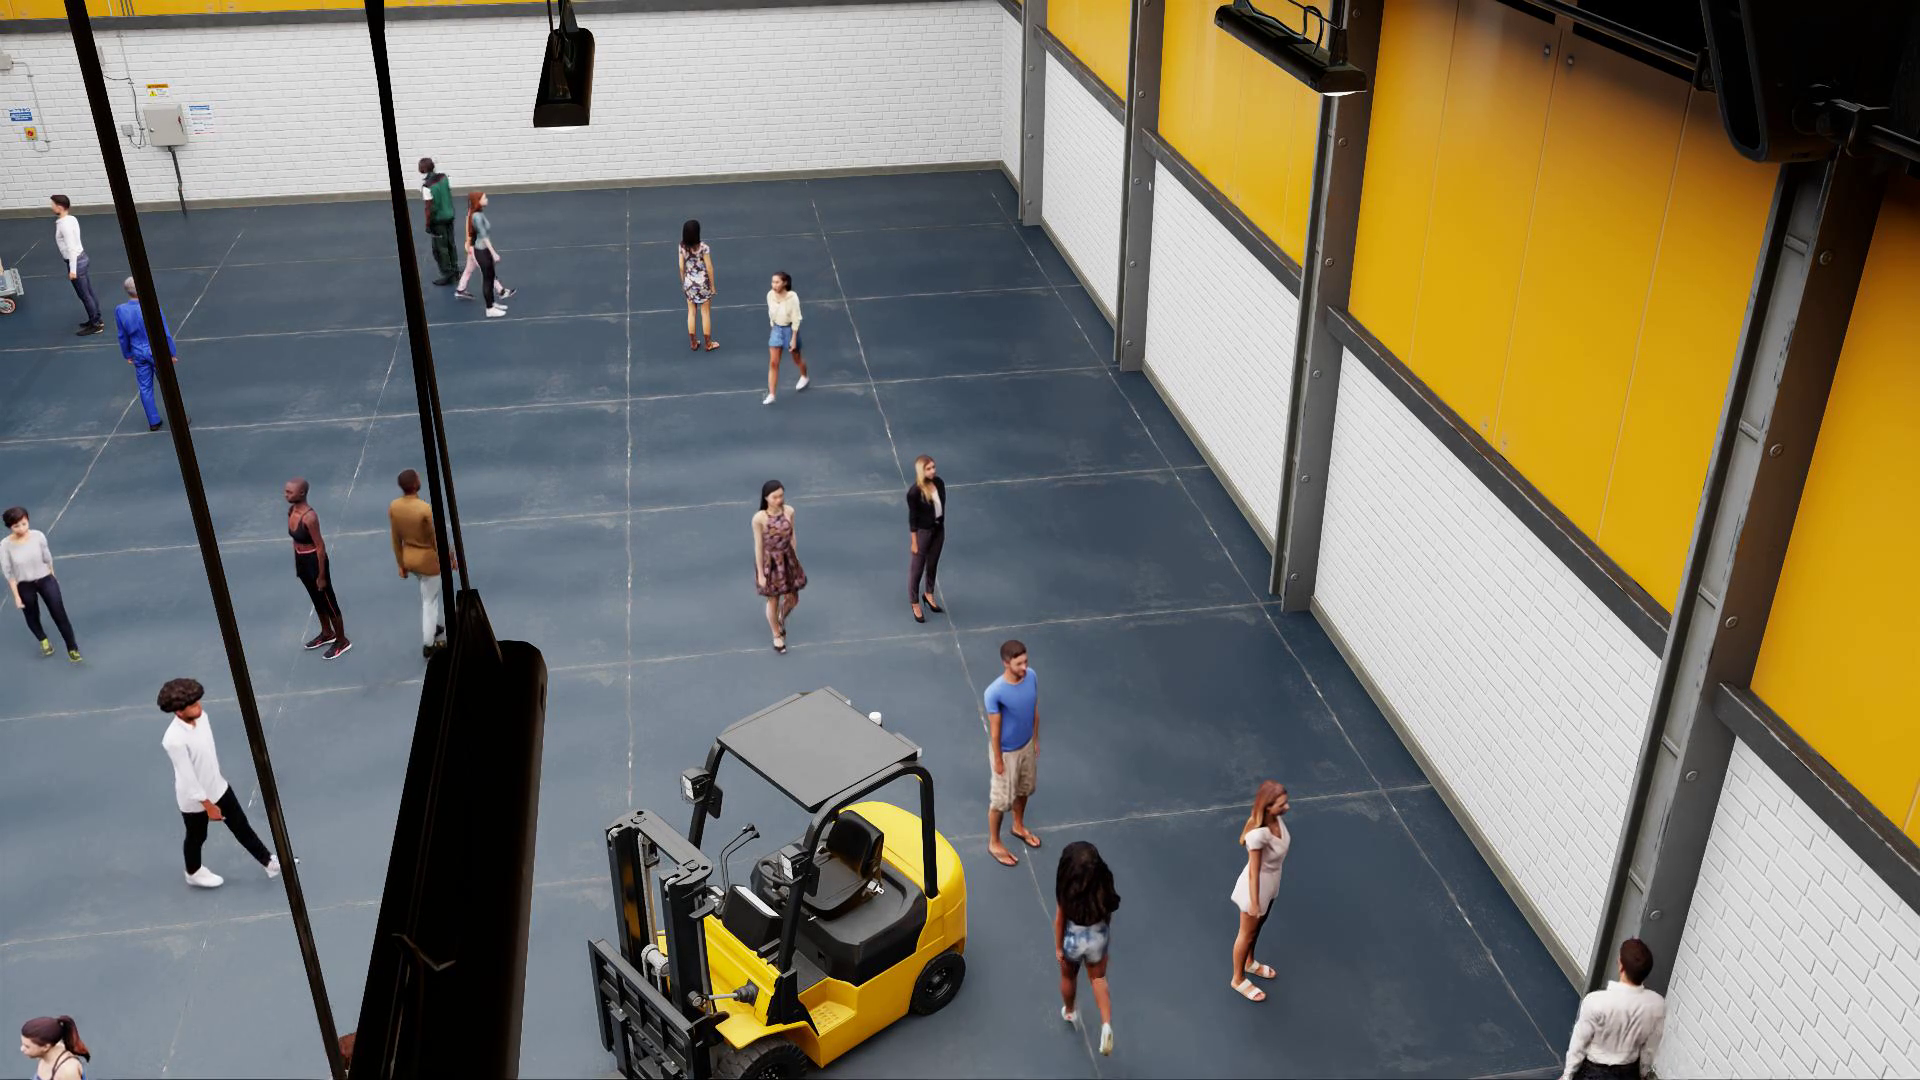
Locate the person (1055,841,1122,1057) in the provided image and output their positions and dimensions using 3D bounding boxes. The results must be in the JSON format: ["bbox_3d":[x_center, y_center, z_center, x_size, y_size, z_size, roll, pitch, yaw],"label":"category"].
[{"bbox_3d":[0.824,2.637,10.662,0.624,1.609,0.905,-9,30,-16],"label":"person"}]

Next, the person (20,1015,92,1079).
[{"bbox_3d":[-4.943,3.294,9.496,1.001,1.571,1.063,-23,36,-36],"label":"person"}]

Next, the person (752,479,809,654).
[{"bbox_3d":[-1.687,0.219,14.935,0.741,1.761,0.795,-15,32,-26],"label":"person"}]

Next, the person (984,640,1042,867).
[{"bbox_3d":[0.385,1.521,12.440,0.744,1.864,0.776,-24,37,-37],"label":"person"}]

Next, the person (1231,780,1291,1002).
[{"bbox_3d":[2.011,2.311,11.168,0.731,1.696,0.662,15,32,26],"label":"person"}]

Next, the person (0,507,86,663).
[{"bbox_3d":[-8.327,0.373,14.903,0.854,1.522,1.051,-20,35,-33],"label":"person"}]

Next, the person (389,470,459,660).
[{"bbox_3d":[-4.848,0.252,14.834,0.808,1.801,0.858,12,31,21],"label":"person"}]

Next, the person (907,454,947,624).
[{"bbox_3d":[-0.320,-0.038,15.499,0.708,1.672,0.677,25,37,37],"label":"person"}]

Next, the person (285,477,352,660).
[{"bbox_3d":[-5.789,0.227,14.923,0.660,1.758,0.736,22,35,34],"label":"person"}]

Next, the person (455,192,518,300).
[{"bbox_3d":[-6.771,-4.016,22.970,0.688,1.502,1.063,-1,29,-1],"label":"person"}]

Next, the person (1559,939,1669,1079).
[{"bbox_3d":[3.733,3.123,9.514,0.716,1.855,0.831,-2,29,-3],"label":"person"}]

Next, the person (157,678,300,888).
[{"bbox_3d":[-5.556,1.803,12.023,0.931,1.769,1.095,4,29,8],"label":"person"}]

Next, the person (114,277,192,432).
[{"bbox_3d":[-9.360,-2.146,19.203,0.762,1.826,0.593,-1,29,-2],"label":"person"}]

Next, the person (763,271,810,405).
[{"bbox_3d":[-2.045,-2.474,20.055,1.056,1.586,1.224,13,31,22],"label":"person"}]

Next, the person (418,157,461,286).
[{"bbox_3d":[-7.363,-4.558,23.620,0.894,1.830,0.757,17,33,29],"label":"person"}]

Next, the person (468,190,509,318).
[{"bbox_3d":[-6.438,-3.849,22.417,0.653,1.739,0.525,-6,29,-11],"label":"person"}]

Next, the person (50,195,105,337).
[{"bbox_3d":[-11.630,-3.648,21.912,0.700,1.868,0.555,-8,30,-15],"label":"person"}]

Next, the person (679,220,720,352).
[{"bbox_3d":[-3.375,-3.269,21.358,0.665,1.734,0.663,8,30,14],"label":"person"}]
